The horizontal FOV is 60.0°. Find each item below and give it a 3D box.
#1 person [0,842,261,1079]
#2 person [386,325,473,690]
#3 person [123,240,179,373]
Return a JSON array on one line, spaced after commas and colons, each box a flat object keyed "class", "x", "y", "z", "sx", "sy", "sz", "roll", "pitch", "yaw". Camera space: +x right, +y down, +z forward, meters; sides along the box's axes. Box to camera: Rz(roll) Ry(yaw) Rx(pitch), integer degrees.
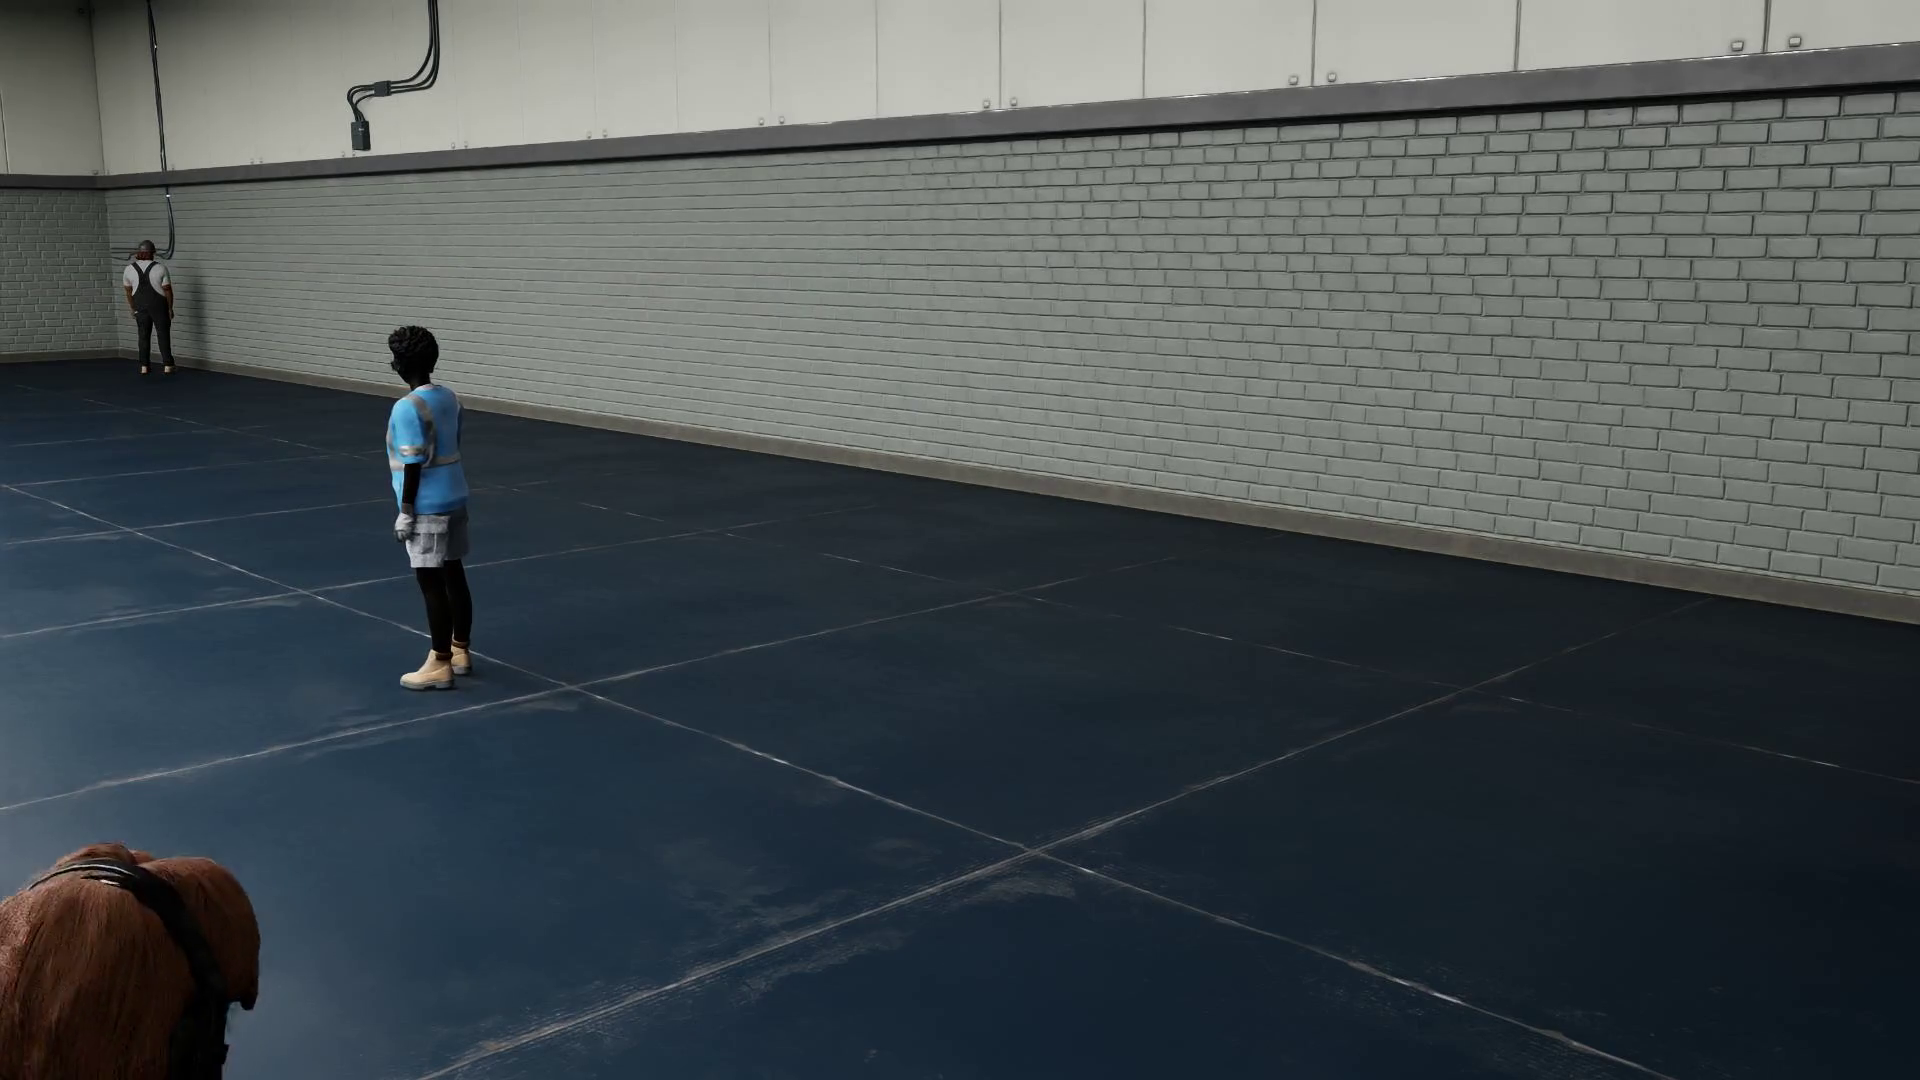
[{"class": "person", "x": -0.694, "y": 1.051, "z": 1.422, "sx": 0.553, "sy": 1.615, "sz": 0.548, "roll": 1, "pitch": 10, "yaw": 5}, {"class": "person", "x": -2.495, "y": -0.156, "z": 7.820, "sx": 0.321, "sy": 1.695, "sz": 0.530, "roll": 1, "pitch": 10, "yaw": 7}, {"class": "person", "x": -12.504, "y": -3.596, "z": 25.753, "sx": 0.684, "sy": 2.000, "sz": 0.538, "roll": -1, "pitch": 10, "yaw": -7}]
